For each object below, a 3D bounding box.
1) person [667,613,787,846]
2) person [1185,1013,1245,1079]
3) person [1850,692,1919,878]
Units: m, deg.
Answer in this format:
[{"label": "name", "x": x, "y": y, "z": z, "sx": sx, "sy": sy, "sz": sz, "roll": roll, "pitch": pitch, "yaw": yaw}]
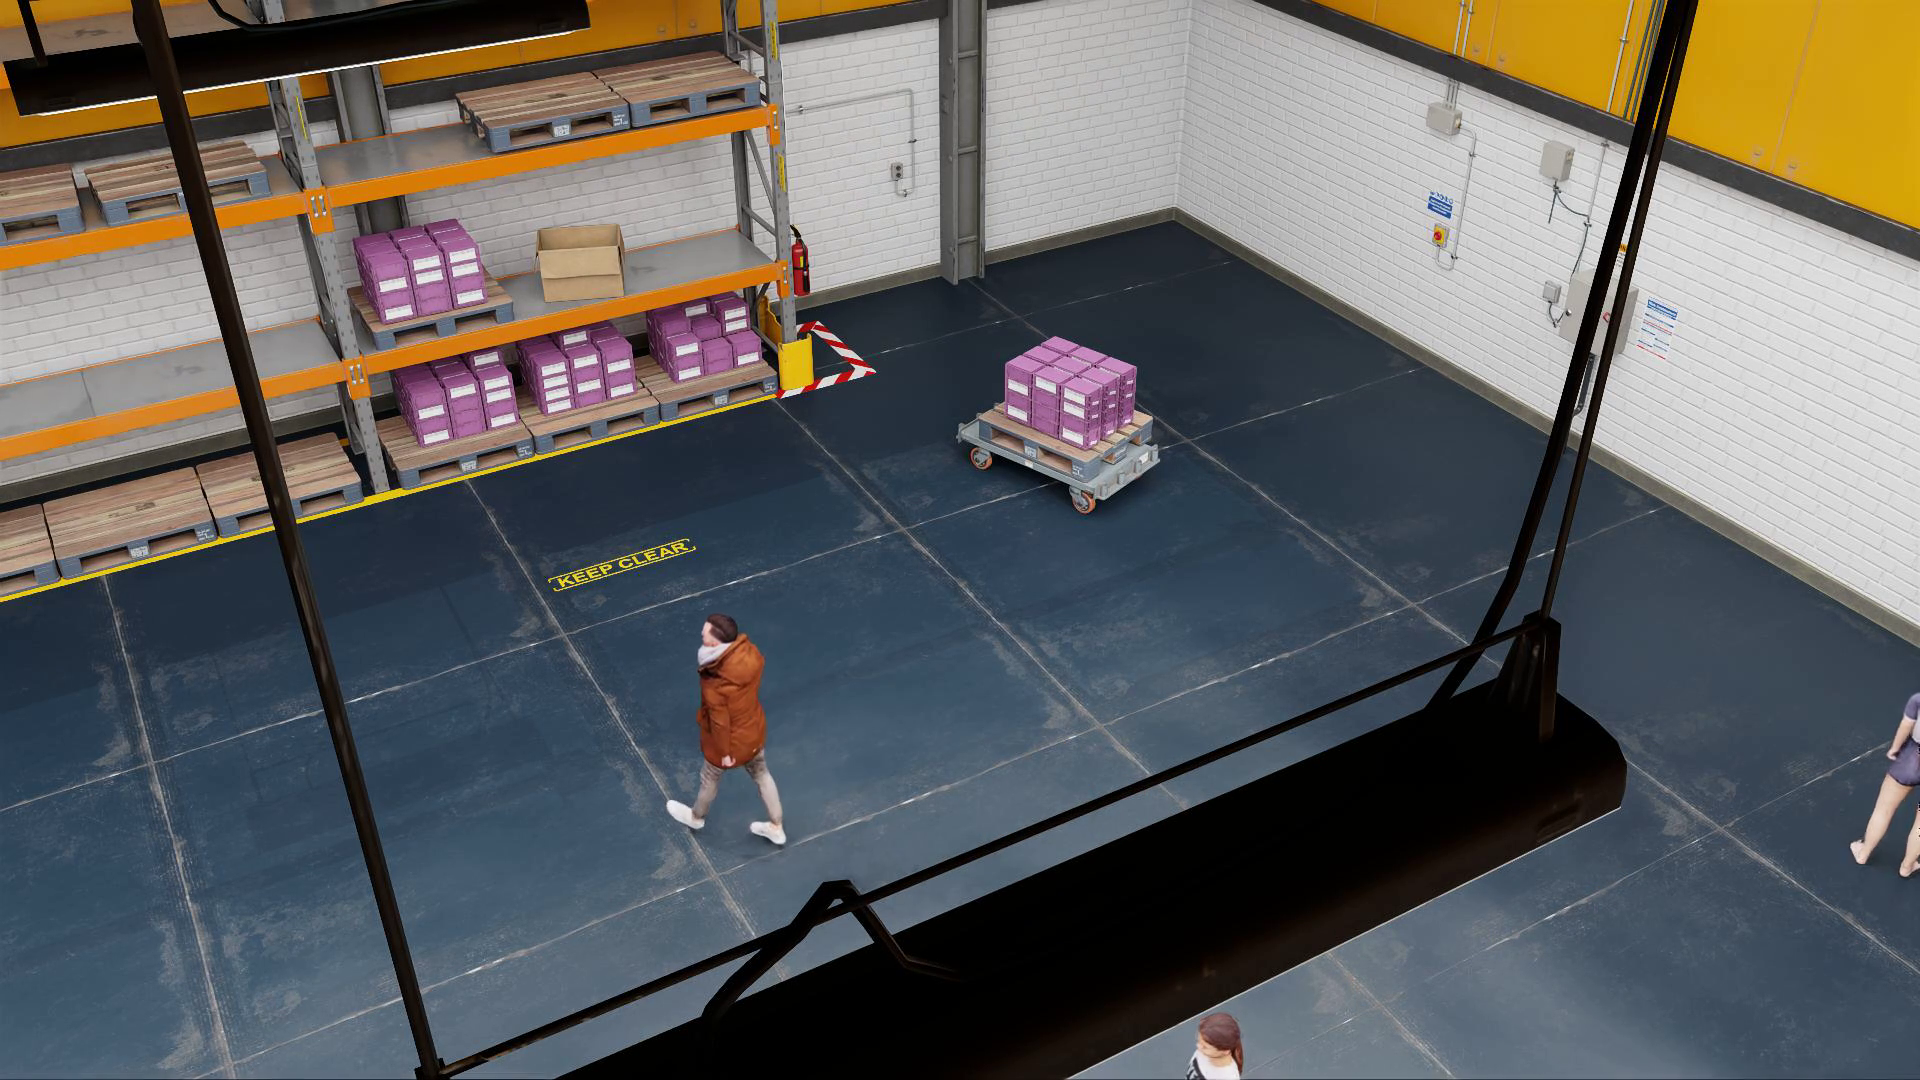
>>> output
[{"label": "person", "x": -1.353, "y": 1.240, "z": 10.547, "sx": 1.079, "sy": 1.798, "sz": 1.115, "roll": 17, "pitch": 37, "yaw": 24}, {"label": "person", "x": 1.249, "y": 2.886, "z": 8.282, "sx": 0.588, "sy": 1.563, "sz": 0.589, "roll": -9, "pitch": 35, "yaw": -13}, {"label": "person", "x": 6.055, "y": 1.427, "z": 10.404, "sx": 0.671, "sy": 1.646, "sz": 0.673, "roll": 21, "pitch": 39, "yaw": 28}]
